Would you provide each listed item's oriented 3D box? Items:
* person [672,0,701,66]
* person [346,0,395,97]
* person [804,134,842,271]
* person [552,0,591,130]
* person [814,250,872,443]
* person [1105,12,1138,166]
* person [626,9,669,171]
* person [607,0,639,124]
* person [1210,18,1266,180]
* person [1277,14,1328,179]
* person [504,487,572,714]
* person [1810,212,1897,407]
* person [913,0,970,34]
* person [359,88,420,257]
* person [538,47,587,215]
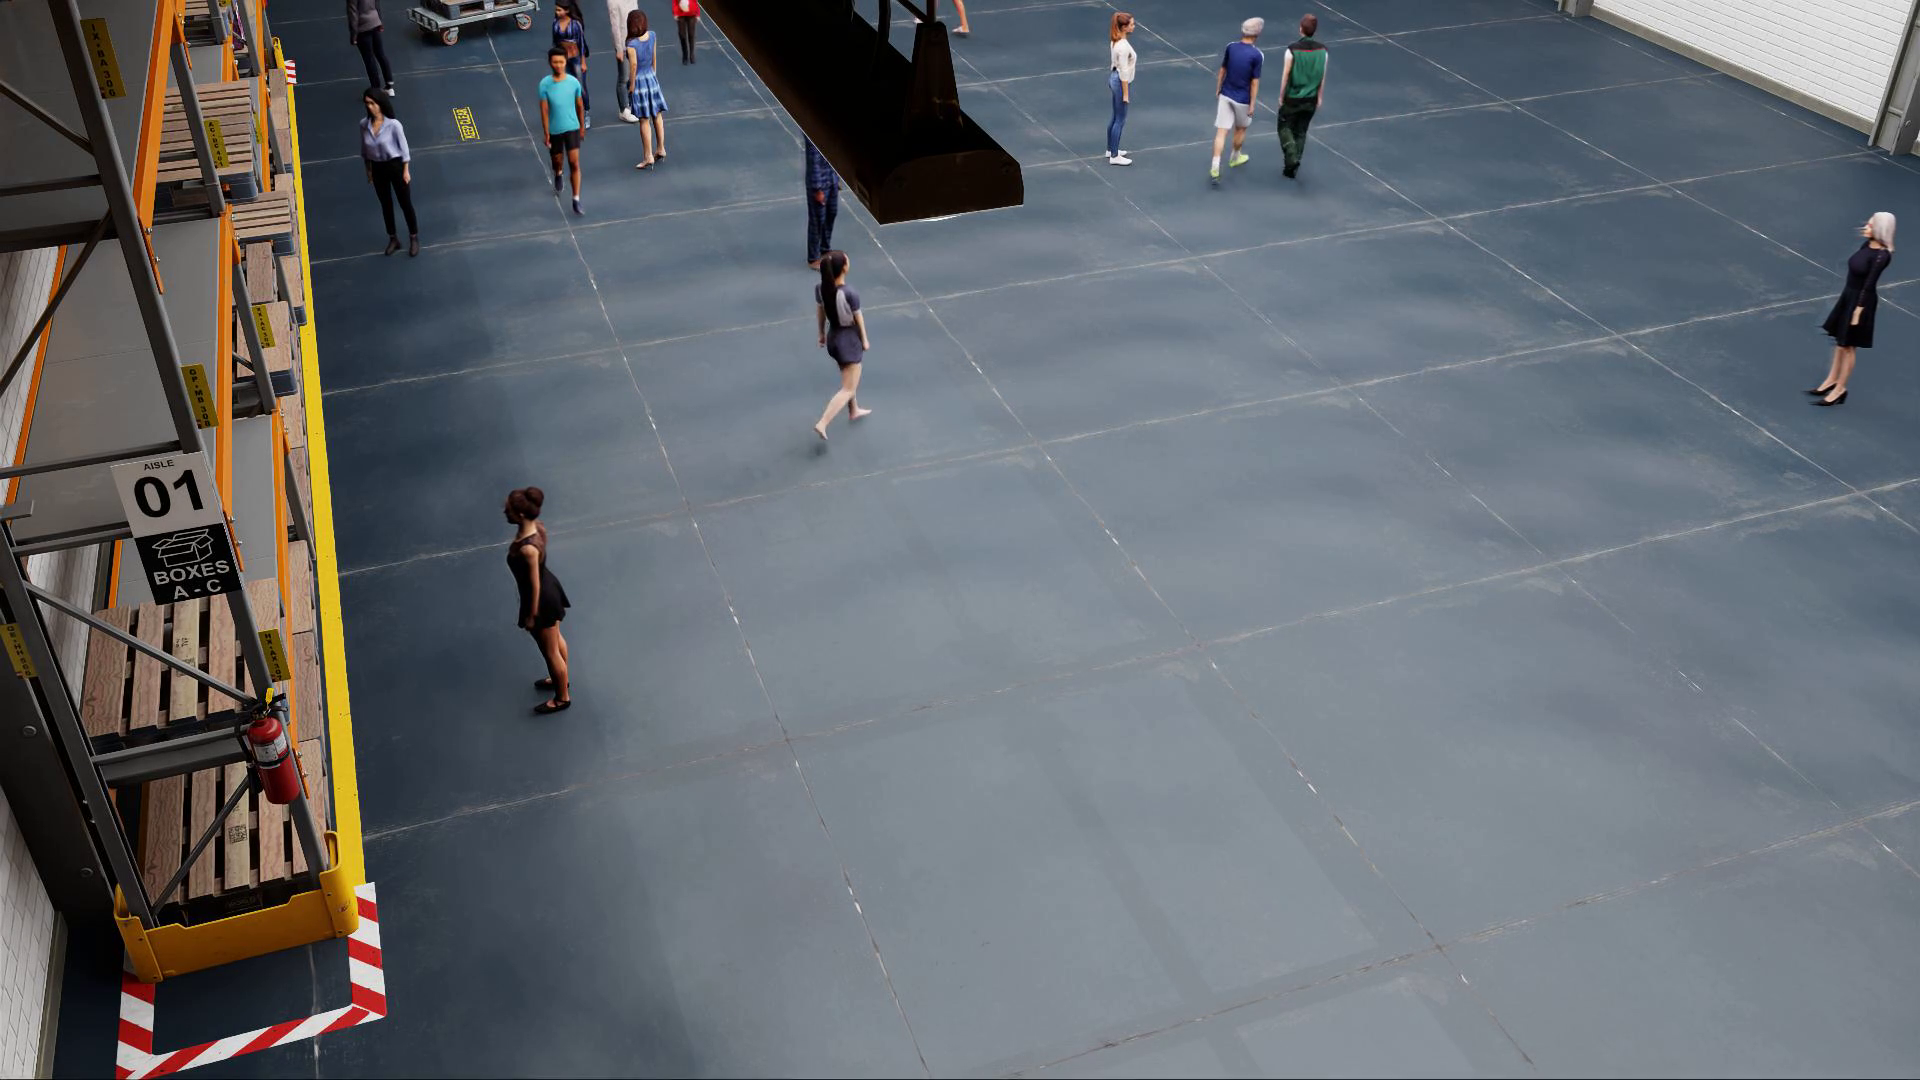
[{"bbox_3d":[-3.686,-7.078,22.371,0.524,1.271,0.575,-9,35,-14],"label":"person"},{"bbox_3d":[-7.456,-6.454,20.941,0.832,1.816,0.787,17,37,23],"label":"person"},{"bbox_3d":[-1.390,-3.624,16.684,0.810,1.814,0.748,14,36,20],"label":"person"},{"bbox_3d":[-4.694,-5.783,20.110,0.695,1.618,0.725,8,35,12],"label":"person"},{"bbox_3d":[-1.010,-1.581,13.780,1.021,1.626,0.942,27,42,34],"label":"person"},{"bbox_3d":[1.845,-5.210,19.157,0.723,1.719,0.543,-3,34,-5],"label":"person"},{"bbox_3d":[-3.604,-5.149,18.986,0.795,1.806,0.744,16,37,22],"label":"person"},{"bbox_3d":[-4.078,-6.083,20.351,0.806,1.850,0.753,15,36,21],"label":"person"},{"bbox_3d":[3.070,-4.897,18.631,1.211,1.780,1.218,16,37,23],"label":"person"},{"bbox_3d":[3.826,-4.929,18.638,0.755,1.825,0.830,-4,34,-6],"label":"person"},{"bbox_3d":[-2.730,0.375,10.794,0.676,1.674,0.554,-5,34,-7],"label":"person"},{"bbox_3d":[7.692,-1.989,14.289,0.759,1.743,0.652,4,34,6],"label":"person"},{"bbox_3d":[-0.126,-7.891,23.253,1.166,1.649,0.995,21,39,28],"label":"person"},{"bbox_3d":[-5.800,-3.740,16.923,0.734,1.743,0.714,4,34,5],"label":"person"},{"bbox_3d":[-4.308,-4.445,17.970,0.640,1.758,0.971,-13,36,-19],"label":"person"}]
